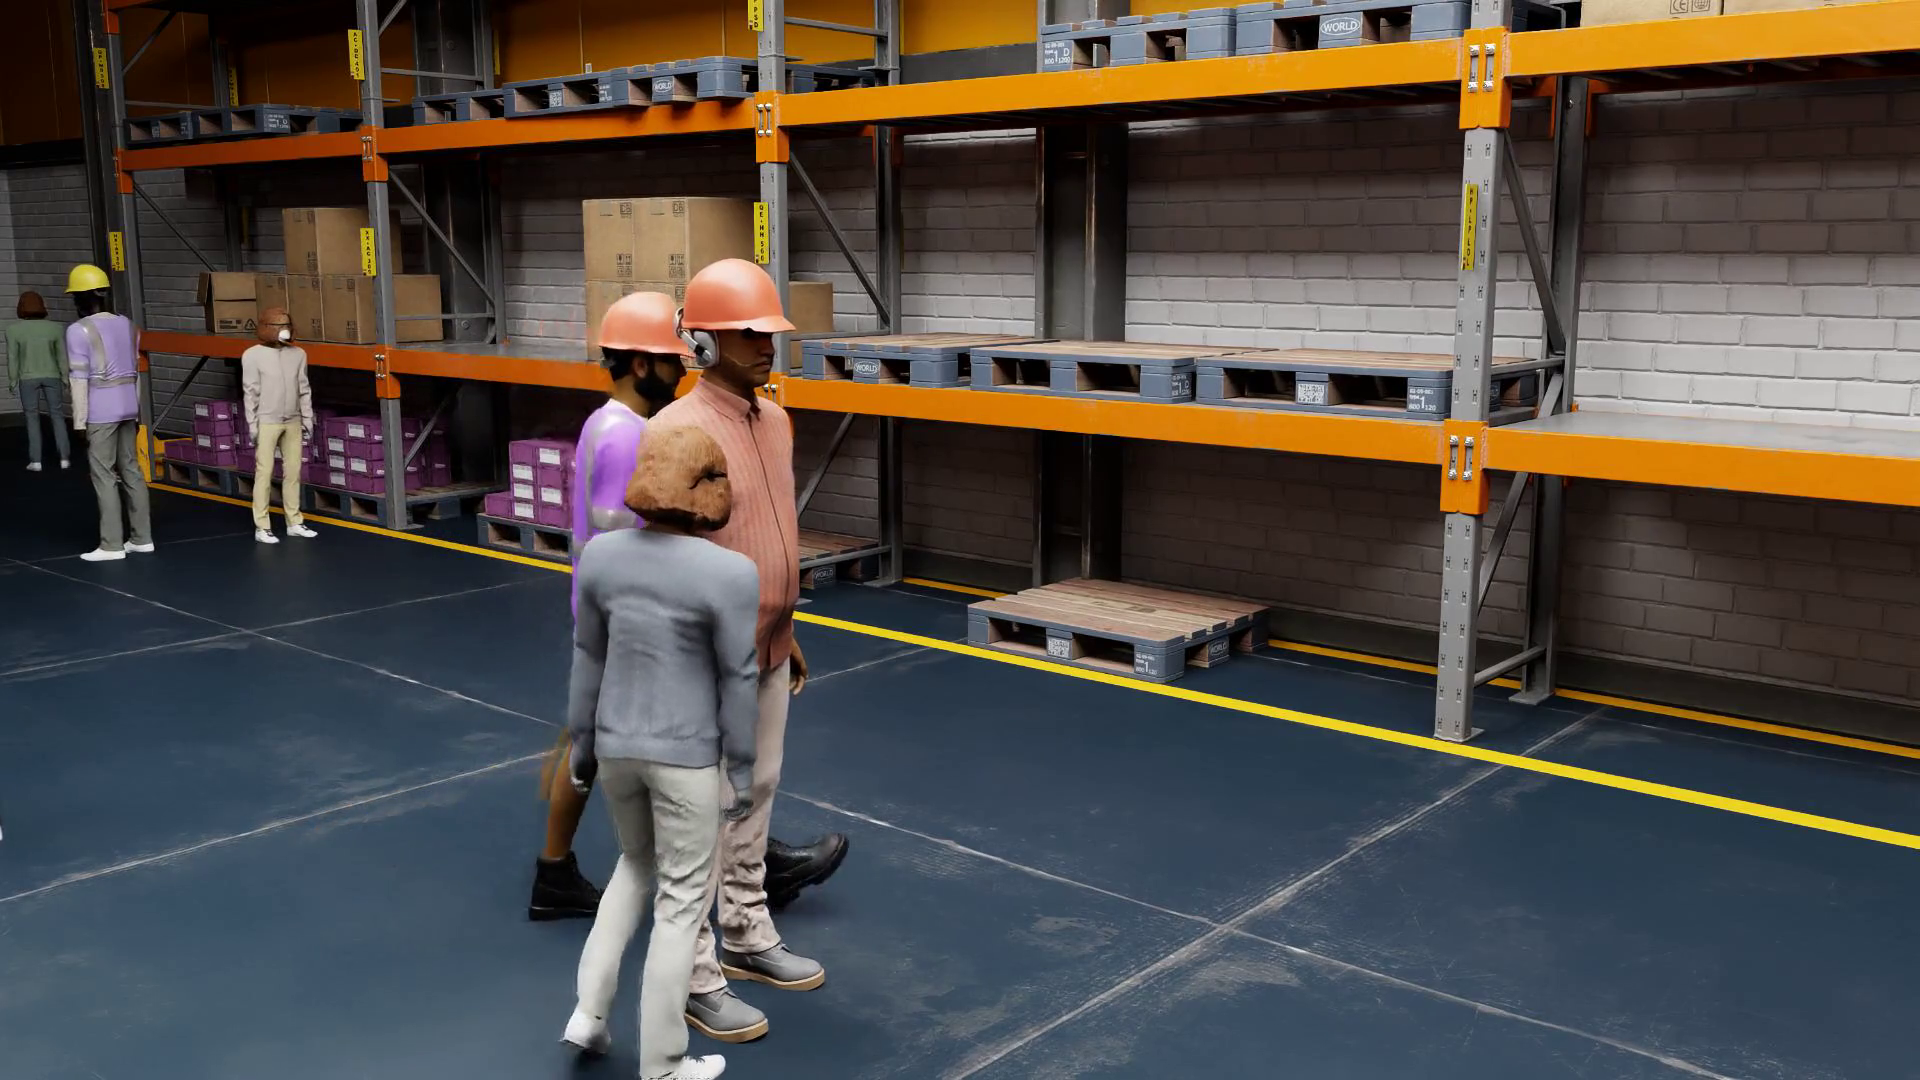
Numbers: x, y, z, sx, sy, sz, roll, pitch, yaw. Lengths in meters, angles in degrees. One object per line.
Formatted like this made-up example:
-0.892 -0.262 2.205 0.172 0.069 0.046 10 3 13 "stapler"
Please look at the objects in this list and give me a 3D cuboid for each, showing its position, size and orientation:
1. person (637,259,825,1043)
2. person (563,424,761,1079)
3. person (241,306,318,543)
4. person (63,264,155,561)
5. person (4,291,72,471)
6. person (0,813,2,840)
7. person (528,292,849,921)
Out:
-0.583 0.276 4.335 0.385 1.993 0.624 4 11 23 "person"
-0.719 0.531 4.005 0.519 1.604 0.407 5 11 25 "person"
-4.701 -0.794 11.495 0.282 1.629 0.504 7 12 33 "person"
-5.562 -0.822 10.815 0.396 1.918 0.588 2 10 13 "person"
-8.408 -1.449 15.191 0.507 1.630 0.268 -8 13 -38 "person"
-3.406 0.125 5.459 0.406 1.906 0.606 -2 10 -9 "person"
-0.865 0.220 4.976 0.991 1.885 0.559 -3 10 -17 "person"
